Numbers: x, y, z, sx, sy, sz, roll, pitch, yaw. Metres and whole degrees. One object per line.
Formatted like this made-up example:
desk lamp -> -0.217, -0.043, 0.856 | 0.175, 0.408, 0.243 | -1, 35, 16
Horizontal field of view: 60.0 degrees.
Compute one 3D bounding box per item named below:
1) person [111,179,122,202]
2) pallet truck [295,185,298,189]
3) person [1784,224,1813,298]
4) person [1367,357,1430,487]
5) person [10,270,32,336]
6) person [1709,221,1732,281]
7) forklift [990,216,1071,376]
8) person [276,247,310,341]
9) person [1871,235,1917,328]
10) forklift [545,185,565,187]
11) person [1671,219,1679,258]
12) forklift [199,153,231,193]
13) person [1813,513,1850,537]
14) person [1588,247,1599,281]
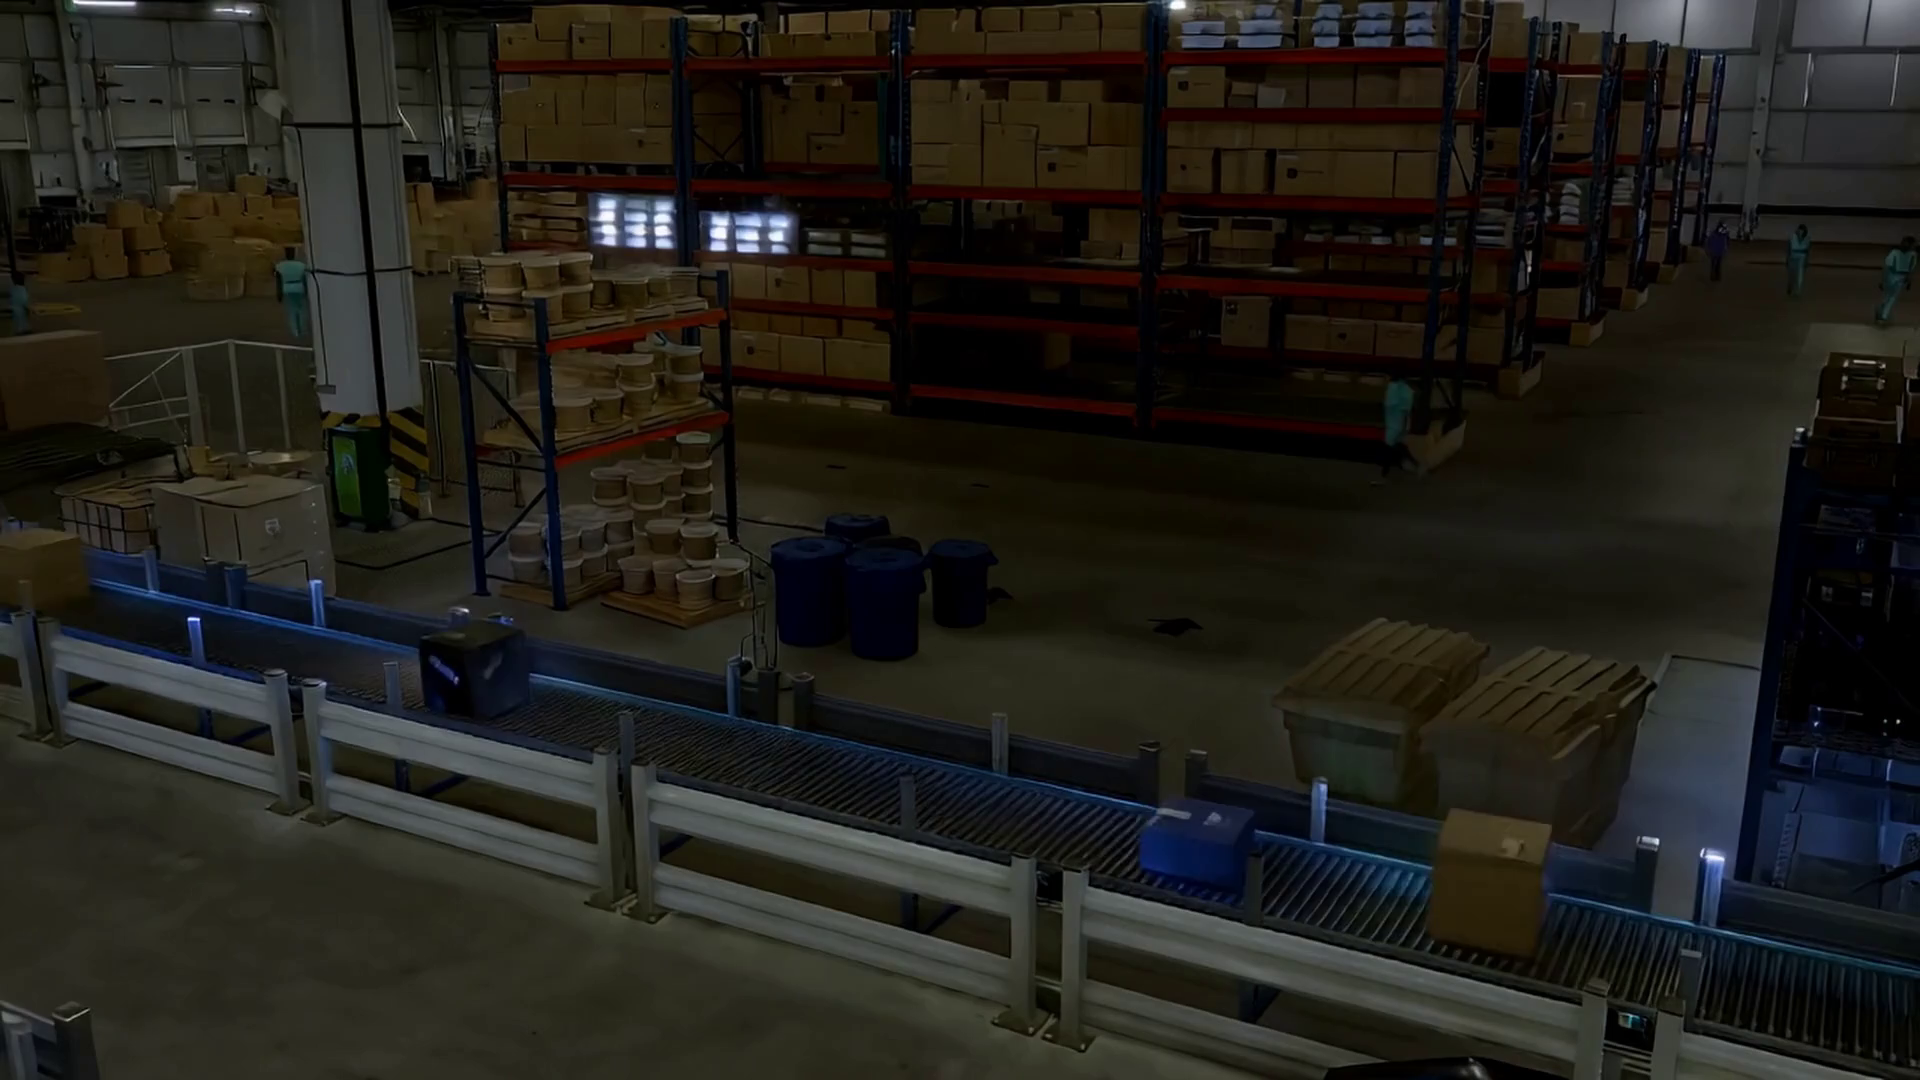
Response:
person -> -34.110, -13.799, 67.423 | 0.527, 1.592, 0.849 | 6, 16, 21
pallet truck -> -26.804, -14.617, 69.738 | 1.885, 1.965, 0.823 | -14, 20, -42
person -> 20.761, -6.927, 41.229 | 0.599, 1.790, 1.001 | 5, 16, 18
person -> 5.596, -1.491, 21.012 | 0.769, 1.672, 0.526 | 0, 15, 0
person -> -17.624, -4.224, 31.255 | 0.379, 1.684, 0.556 | -13, 20, -41
person -> 20.395, -7.746, 44.610 | 0.513, 1.614, 0.545 | 4, 15, 13
forklift -> 0.909, -4.165, 28.757 | 1.873, 2.768, 1.129 | 8, 17, 28
person -> -13.637, -5.048, 34.013 | 0.614, 1.862, 0.987 | -7, 16, -24
person -> 20.003, -5.510, 35.481 | 0.628, 1.999, 0.547 | -2, 15, -9
forklift -> -15.579, -13.559, 64.071 | 1.873, 2.768, 1.129 | 6, 16, 22
person -> 19.801, -8.425, 46.612 | 0.593, 1.920, 0.391 | 14, 21, 43
forklift -> -27.440, -12.865, 61.464 | 1.873, 2.768, 1.129 | 8, 17, 28
person -> 9.049, -0.433, 17.041 | 0.554, 1.662, 0.781 | -12, 19, -39
person -> 14.090, -5.817, 37.410 | 0.460, 1.601, 0.519 | -4, 15, -14
